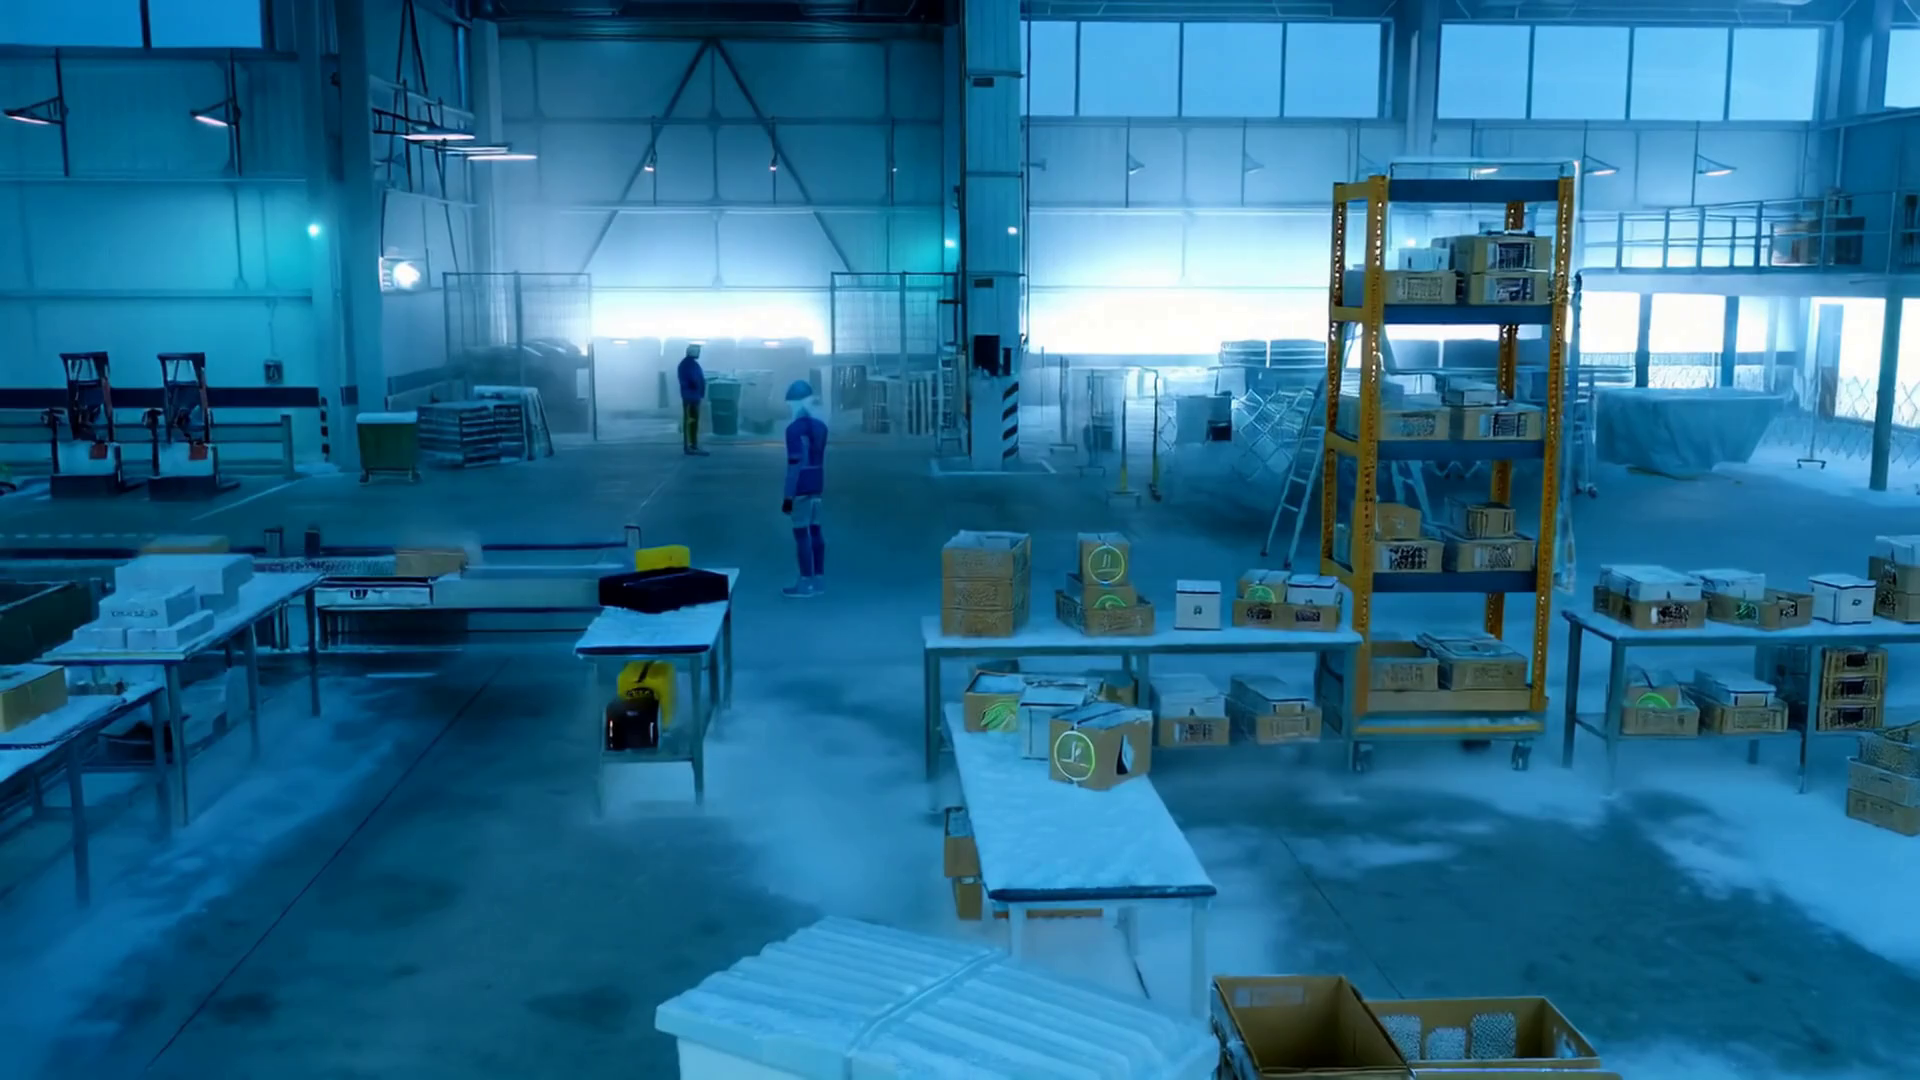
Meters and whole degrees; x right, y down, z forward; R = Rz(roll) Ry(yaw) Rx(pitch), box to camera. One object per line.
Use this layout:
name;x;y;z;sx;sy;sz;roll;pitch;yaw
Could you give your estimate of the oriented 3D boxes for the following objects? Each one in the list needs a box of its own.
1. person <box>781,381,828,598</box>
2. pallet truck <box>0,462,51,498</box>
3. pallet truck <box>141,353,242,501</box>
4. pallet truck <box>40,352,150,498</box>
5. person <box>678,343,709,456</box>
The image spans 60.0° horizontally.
person;-1.495;-0.475;15.690;0.377;2.045;0.605;4;10;25
pallet truck;-13.193;-1.293;23.148;0.653;1.274;1.630;-1;9;-4
pallet truck;-10.520;-1.604;22.925;0.823;1.965;1.885;-1;9;-6
pallet truck;-11.907;-1.642;23.165;0.823;1.965;1.885;0;9;0
person;-4.478;-2.355;27.923;0.411;1.908;0.643;-5;10;-28
